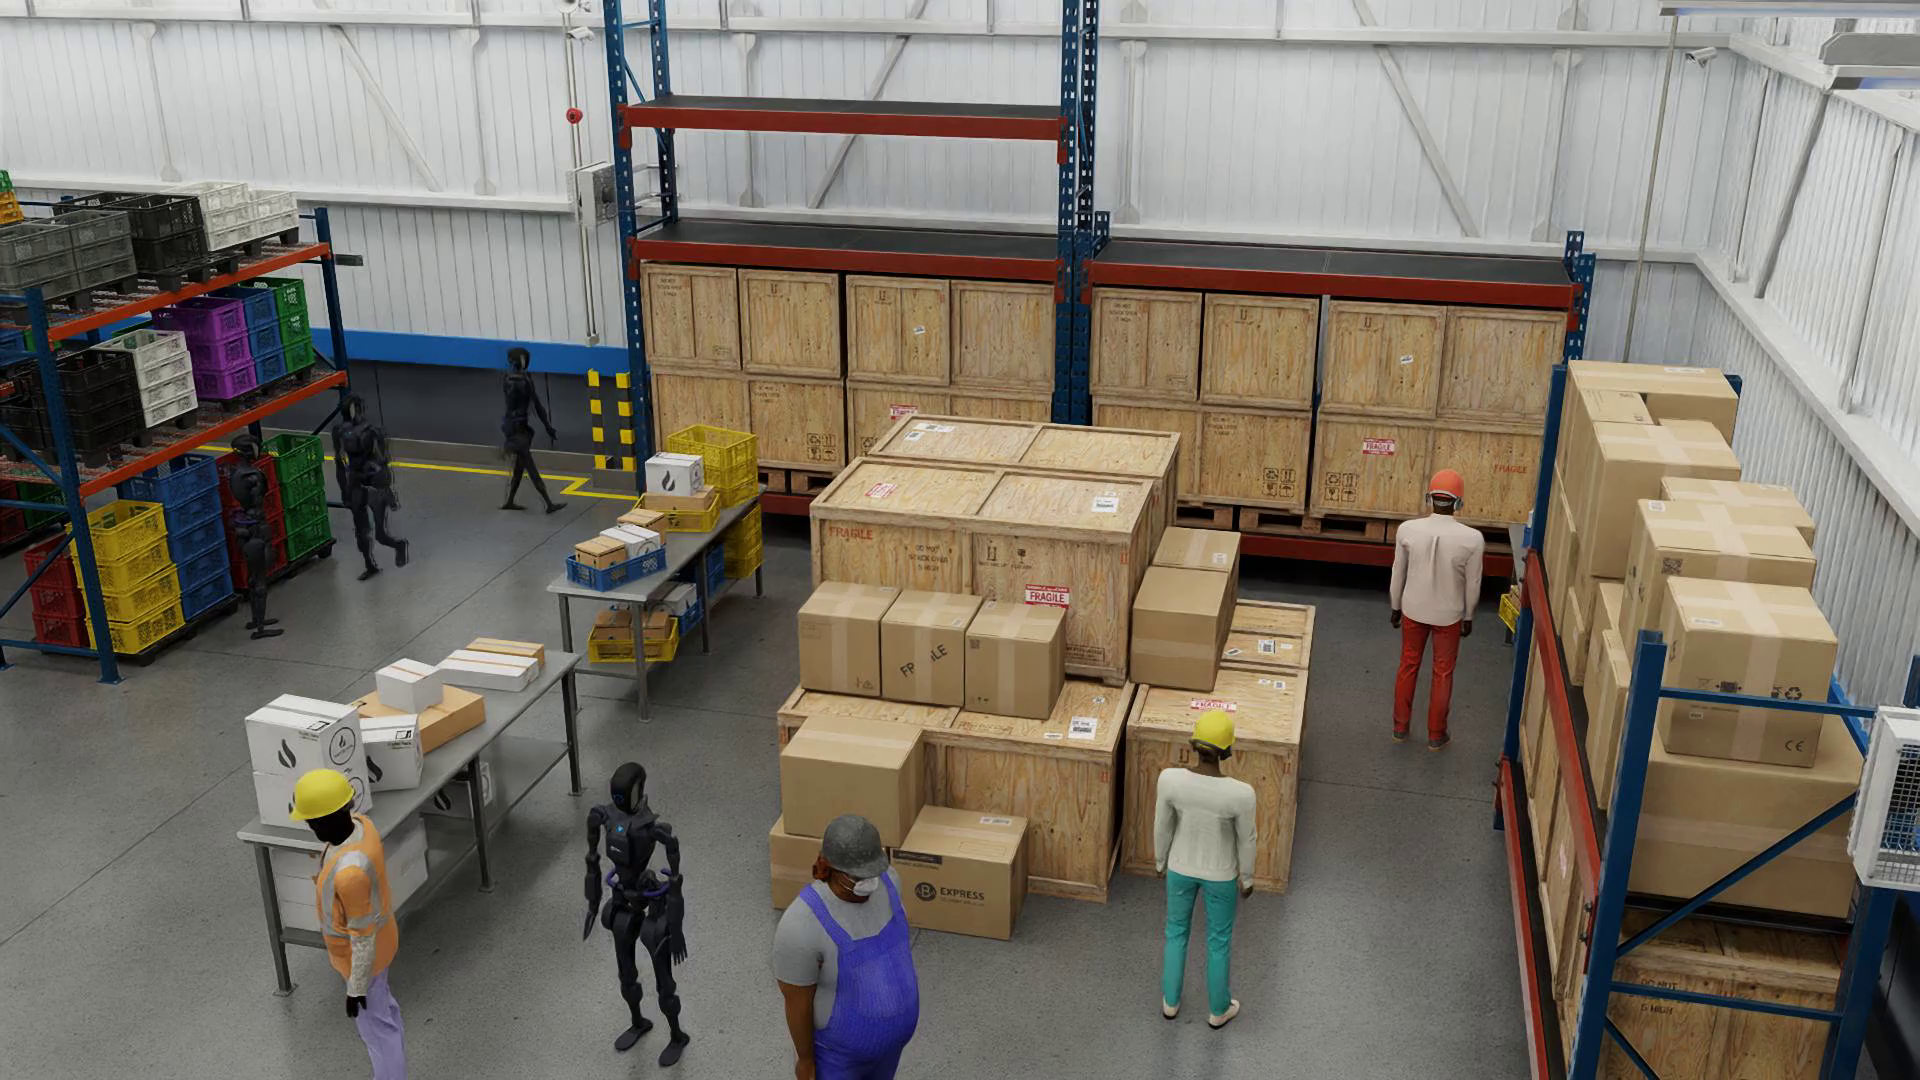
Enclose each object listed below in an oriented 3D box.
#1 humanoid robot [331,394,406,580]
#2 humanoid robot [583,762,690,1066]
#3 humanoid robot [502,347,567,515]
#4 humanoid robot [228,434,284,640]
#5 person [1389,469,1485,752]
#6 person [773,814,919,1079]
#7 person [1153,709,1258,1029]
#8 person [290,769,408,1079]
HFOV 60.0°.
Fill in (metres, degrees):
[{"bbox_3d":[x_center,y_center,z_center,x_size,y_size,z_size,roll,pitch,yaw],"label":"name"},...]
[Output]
[{"bbox_3d":[-5.065,-0.477,14.312,0.610,1.643,0.412,6,22,14],"label":"humanoid robot"},{"bbox_3d":[-1.600,1.841,8.250,0.567,1.651,0.320,9,23,23],"label":"humanoid robot"},{"bbox_3d":[-4.118,-1.026,15.807,0.737,1.629,0.579,1,21,2],"label":"humanoid robot"},{"bbox_3d":[-5.587,-0.045,13.189,0.357,1.650,0.563,-14,25,-32],"label":"humanoid robot"},{"bbox_3d":[3.252,0.476,11.420,0.600,1.977,0.430,12,24,28],"label":"person"},{"bbox_3d":[-0.427,2.073,7.143,0.536,2.000,0.686,17,27,37],"label":"person"},{"bbox_3d":[1.256,1.682,8.546,0.532,1.766,0.324,8,22,21],"label":"person"},{"bbox_3d":[-2.804,1.916,7.725,0.377,1.916,0.585,-7,22,-17],"label":"person"}]
